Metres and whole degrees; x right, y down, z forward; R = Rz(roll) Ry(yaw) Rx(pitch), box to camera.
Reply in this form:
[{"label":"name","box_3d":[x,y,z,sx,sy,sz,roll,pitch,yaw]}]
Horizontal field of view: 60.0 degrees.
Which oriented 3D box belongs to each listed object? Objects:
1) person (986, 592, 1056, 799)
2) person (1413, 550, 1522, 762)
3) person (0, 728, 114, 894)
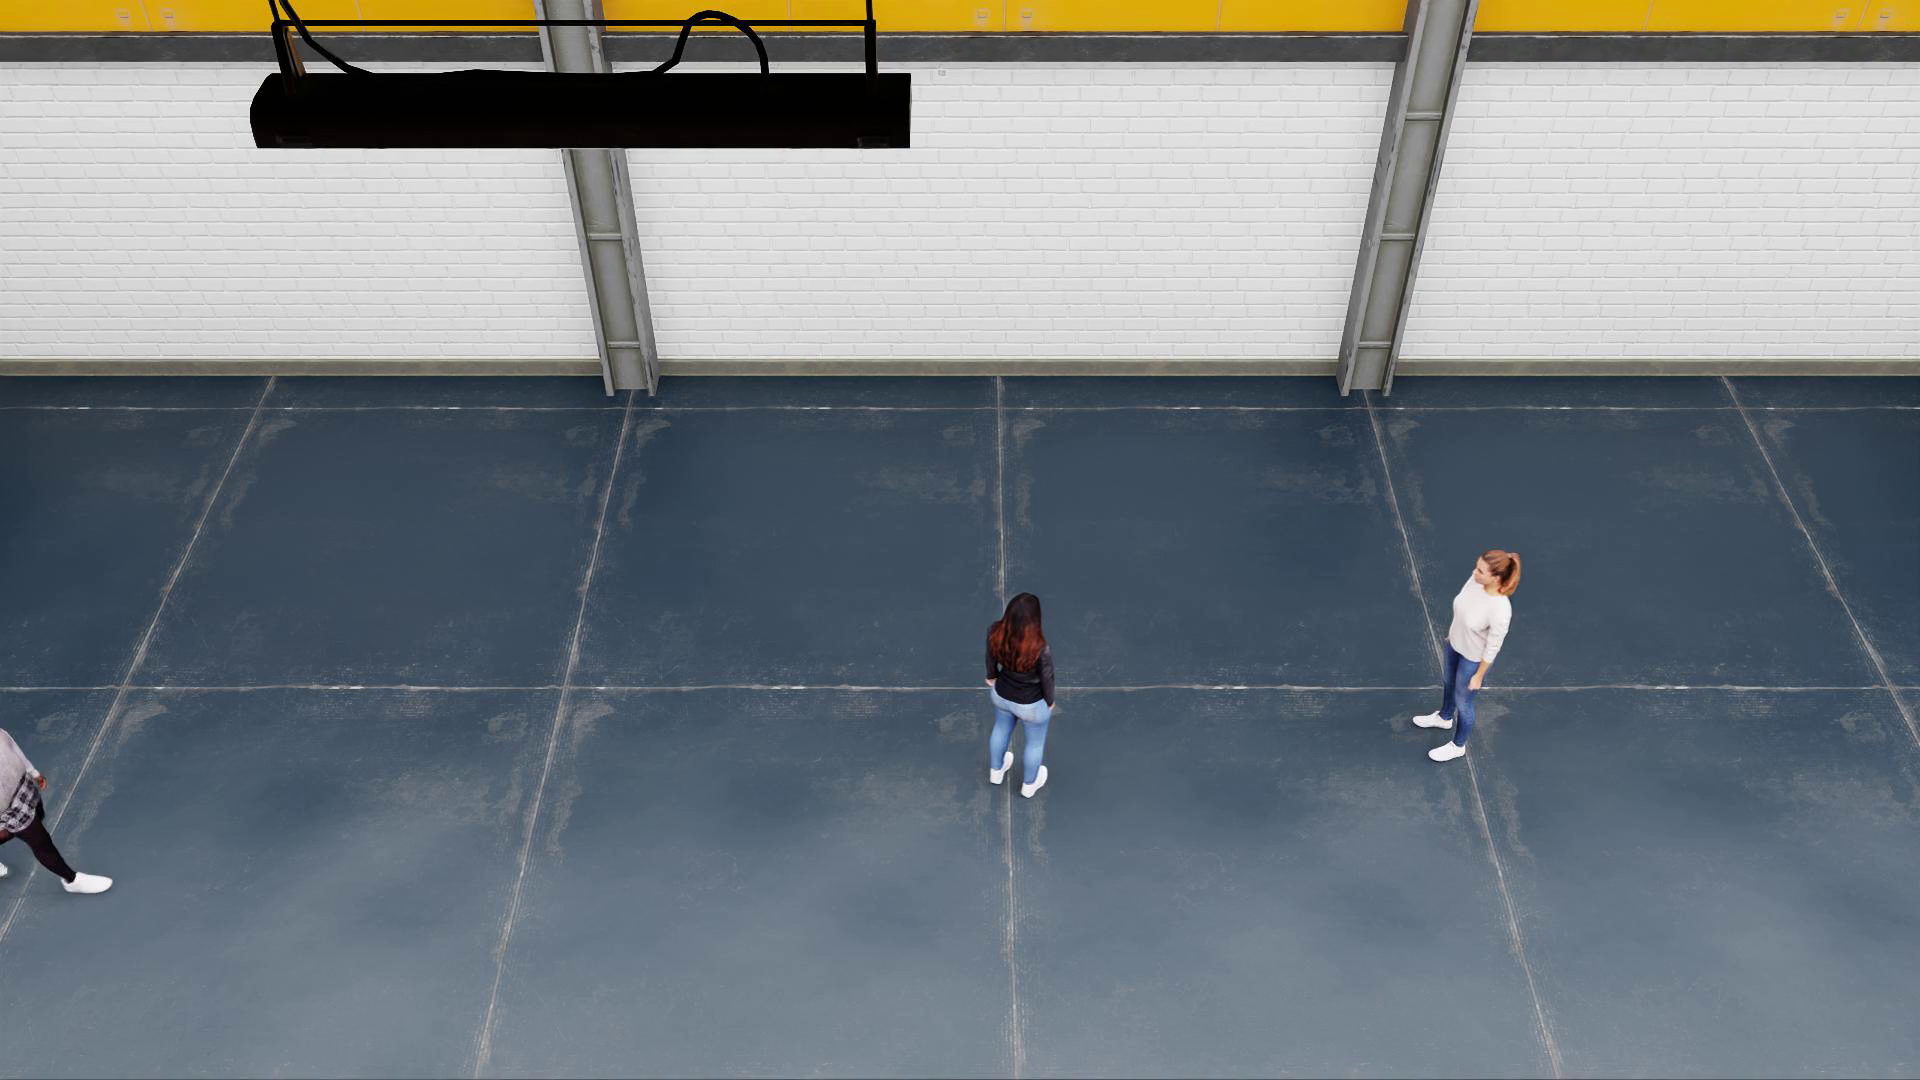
[{"label":"person","box_3d":[0.374,0.945,10.162,0.671,1.630,0.769,24,49,24]},{"label":"person","box_3d":[3.176,0.703,10.352,0.560,1.719,0.643,-6,44,-6]},{"label":"person","box_3d":[-5.547,1.461,9.528,1.030,1.758,0.649,-2,44,-2]}]
